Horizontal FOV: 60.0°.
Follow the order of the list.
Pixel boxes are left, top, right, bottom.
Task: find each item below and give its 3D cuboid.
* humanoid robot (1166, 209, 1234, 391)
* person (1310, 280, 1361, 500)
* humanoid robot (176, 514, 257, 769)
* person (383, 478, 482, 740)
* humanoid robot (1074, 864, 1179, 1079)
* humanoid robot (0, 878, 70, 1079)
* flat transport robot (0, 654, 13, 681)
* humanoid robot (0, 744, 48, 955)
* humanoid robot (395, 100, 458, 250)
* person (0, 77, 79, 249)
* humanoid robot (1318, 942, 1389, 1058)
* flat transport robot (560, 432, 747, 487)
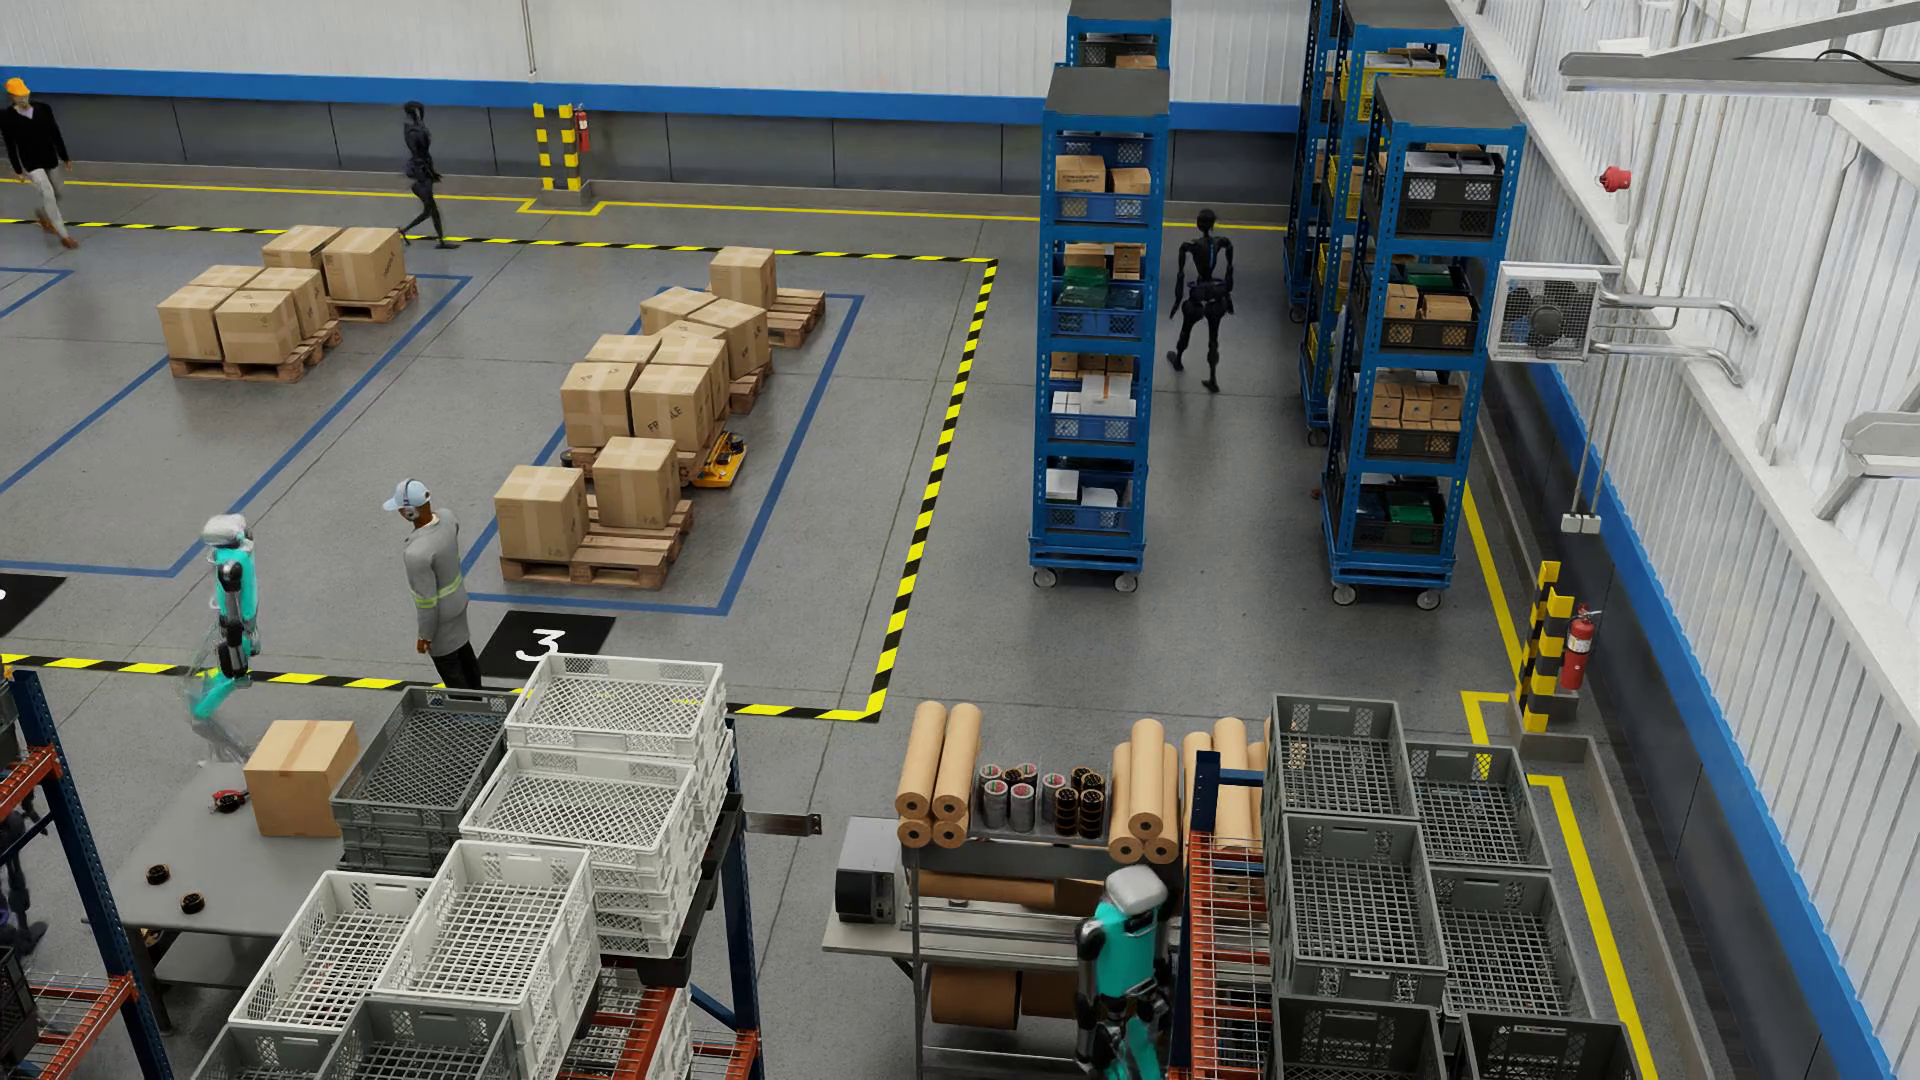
[{"bbox_3d":[2.198,-2.220,15.114,0.612,1.626,0.755,-9,31,-15],"label":"humanoid robot"},{"bbox_3d":[3.044,-1.115,12.945,0.370,1.932,0.620,-6,31,-10],"label":"person"},{"bbox_3d":[-4.540,0.719,10.035,0.822,1.831,0.532,-8,31,-14],"label":"humanoid robot"},{"bbox_3d":[-3.263,0.437,10.354,0.394,1.848,0.586,2,30,4],"label":"person"},{"bbox_3d":[0.824,2.262,7.344,0.552,1.804,0.790,-21,36,-31],"label":"humanoid robot"},{"bbox_3d":[-4.627,1.989,7.864,0.476,1.646,0.595,6,31,10],"label":"humanoid robot"},{"bbox_3d":[-7.142,0.969,11.010,1.431,0.231,0.659,3,30,6],"label":"flat transport robot"},{"bbox_3d":[-5.156,1.494,8.708,0.617,1.632,0.442,-22,37,-33],"label":"humanoid robot"},{"bbox_3d":[-5.924,-3.966,18.104,0.688,1.637,0.593,-2,30,-3],"label":"humanoid robot"},{"bbox_3d":[-10.137,-4.165,18.247,0.818,1.862,0.583,18,35,29],"label":"person"},{"bbox_3d":[1.622,2.401,7.144,0.362,1.640,0.588,-23,37,-34],"label":"humanoid robot"},{"bbox_3d":[-2.554,-0.707,13.861,1.431,0.197,0.652,3,30,6],"label":"flat transport robot"}]
